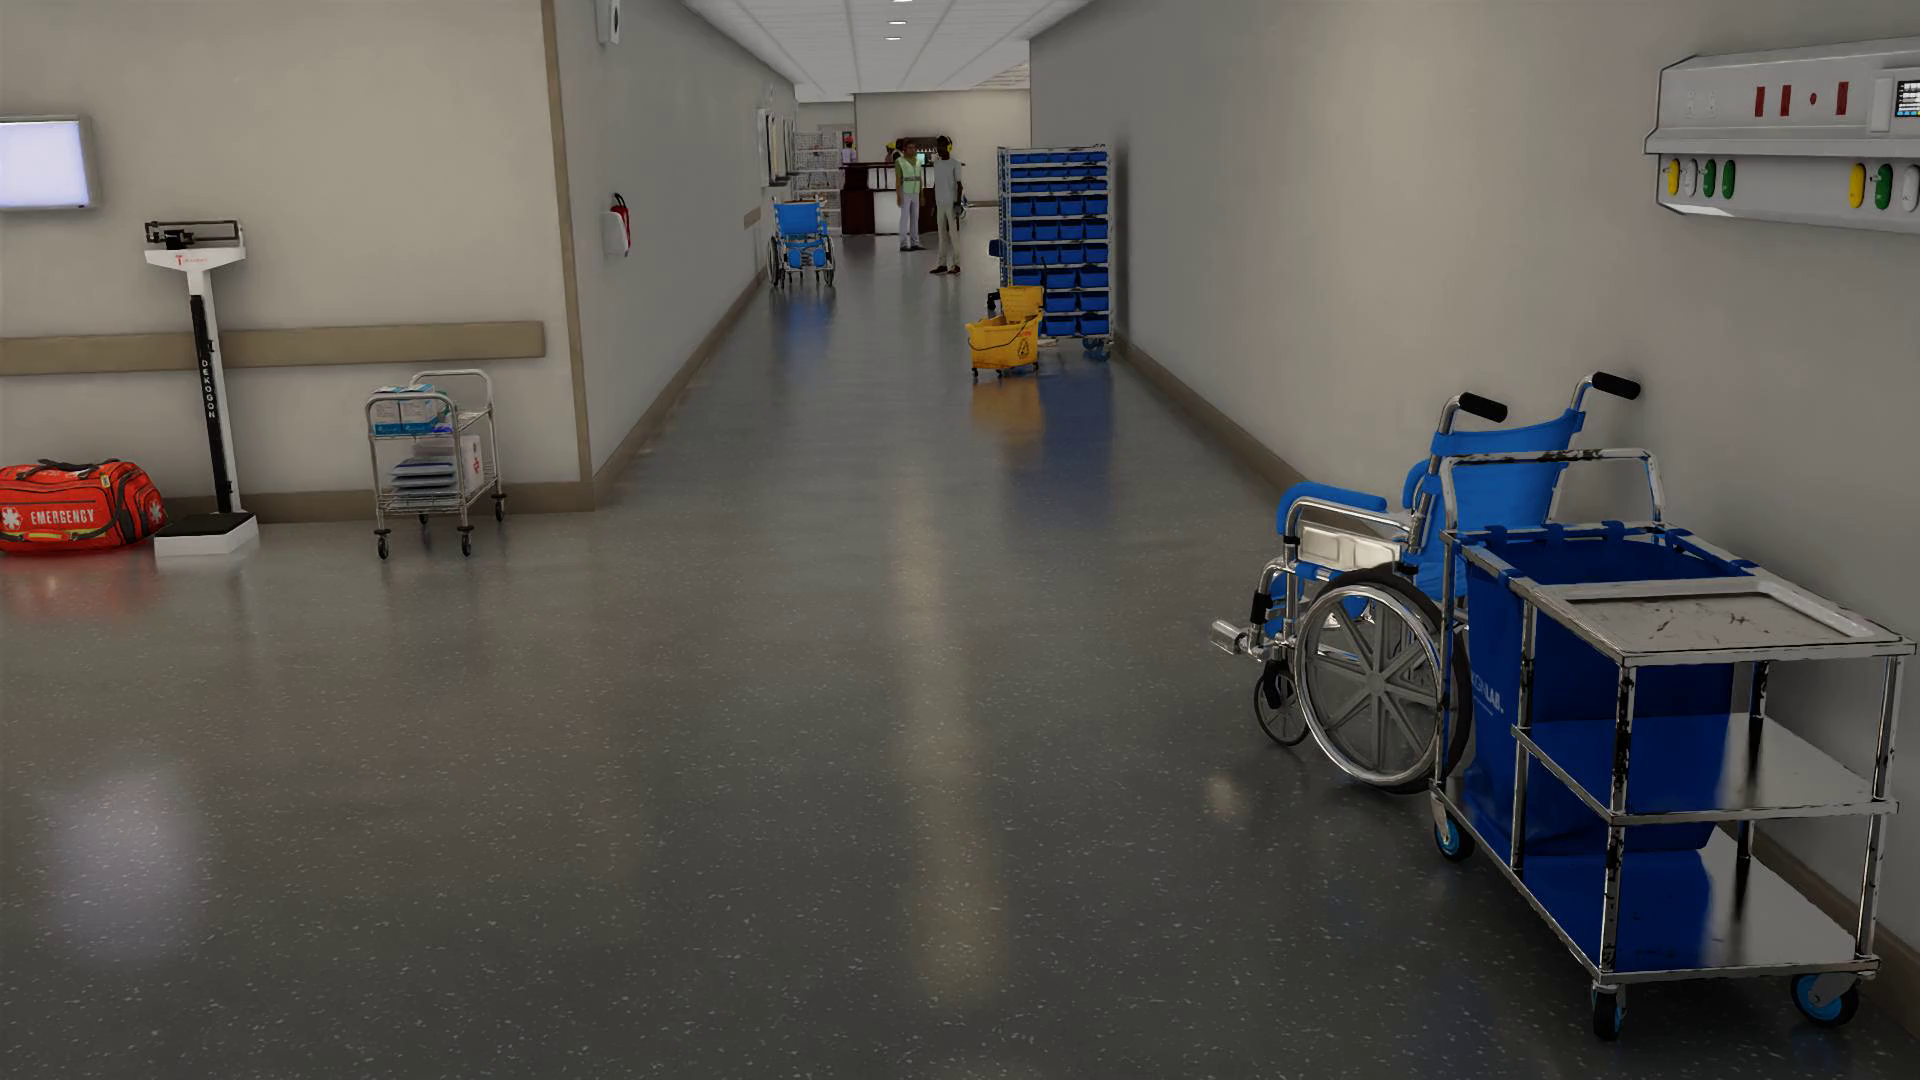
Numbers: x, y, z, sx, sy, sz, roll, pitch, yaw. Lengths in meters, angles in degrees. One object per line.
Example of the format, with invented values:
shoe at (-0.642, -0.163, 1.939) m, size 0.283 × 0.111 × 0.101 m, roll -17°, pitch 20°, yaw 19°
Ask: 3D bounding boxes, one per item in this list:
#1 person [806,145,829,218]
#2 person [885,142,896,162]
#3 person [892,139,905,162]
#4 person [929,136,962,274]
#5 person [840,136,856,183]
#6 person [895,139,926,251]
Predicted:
person at (-3.448, -8.712, 40.415) m, size 0.563 × 1.741 × 0.339 m, roll -2°, pitch 14°, yaw -2°
person at (-1.646, -8.678, 40.029) m, size 0.323 × 1.764 × 0.523 m, roll -6°, pitch 14°, yaw -16°
person at (-1.399, -8.593, 39.496) m, size 0.429 × 1.838 × 0.621 m, roll -1°, pitch 14°, yaw 4°
person at (-0.192, -4.595, 22.845) m, size 0.517 × 1.873 × 0.328 m, roll 10°, pitch 18°, yaw 39°
person at (-3.103, -10.410, 46.952) m, size 0.544 × 1.938 × 0.356 m, roll 7°, pitch 16°, yaw 30°
person at (-0.846, -5.735, 27.694) m, size 0.387 × 1.836 × 0.570 m, roll 11°, pitch 18°, yaw 41°
